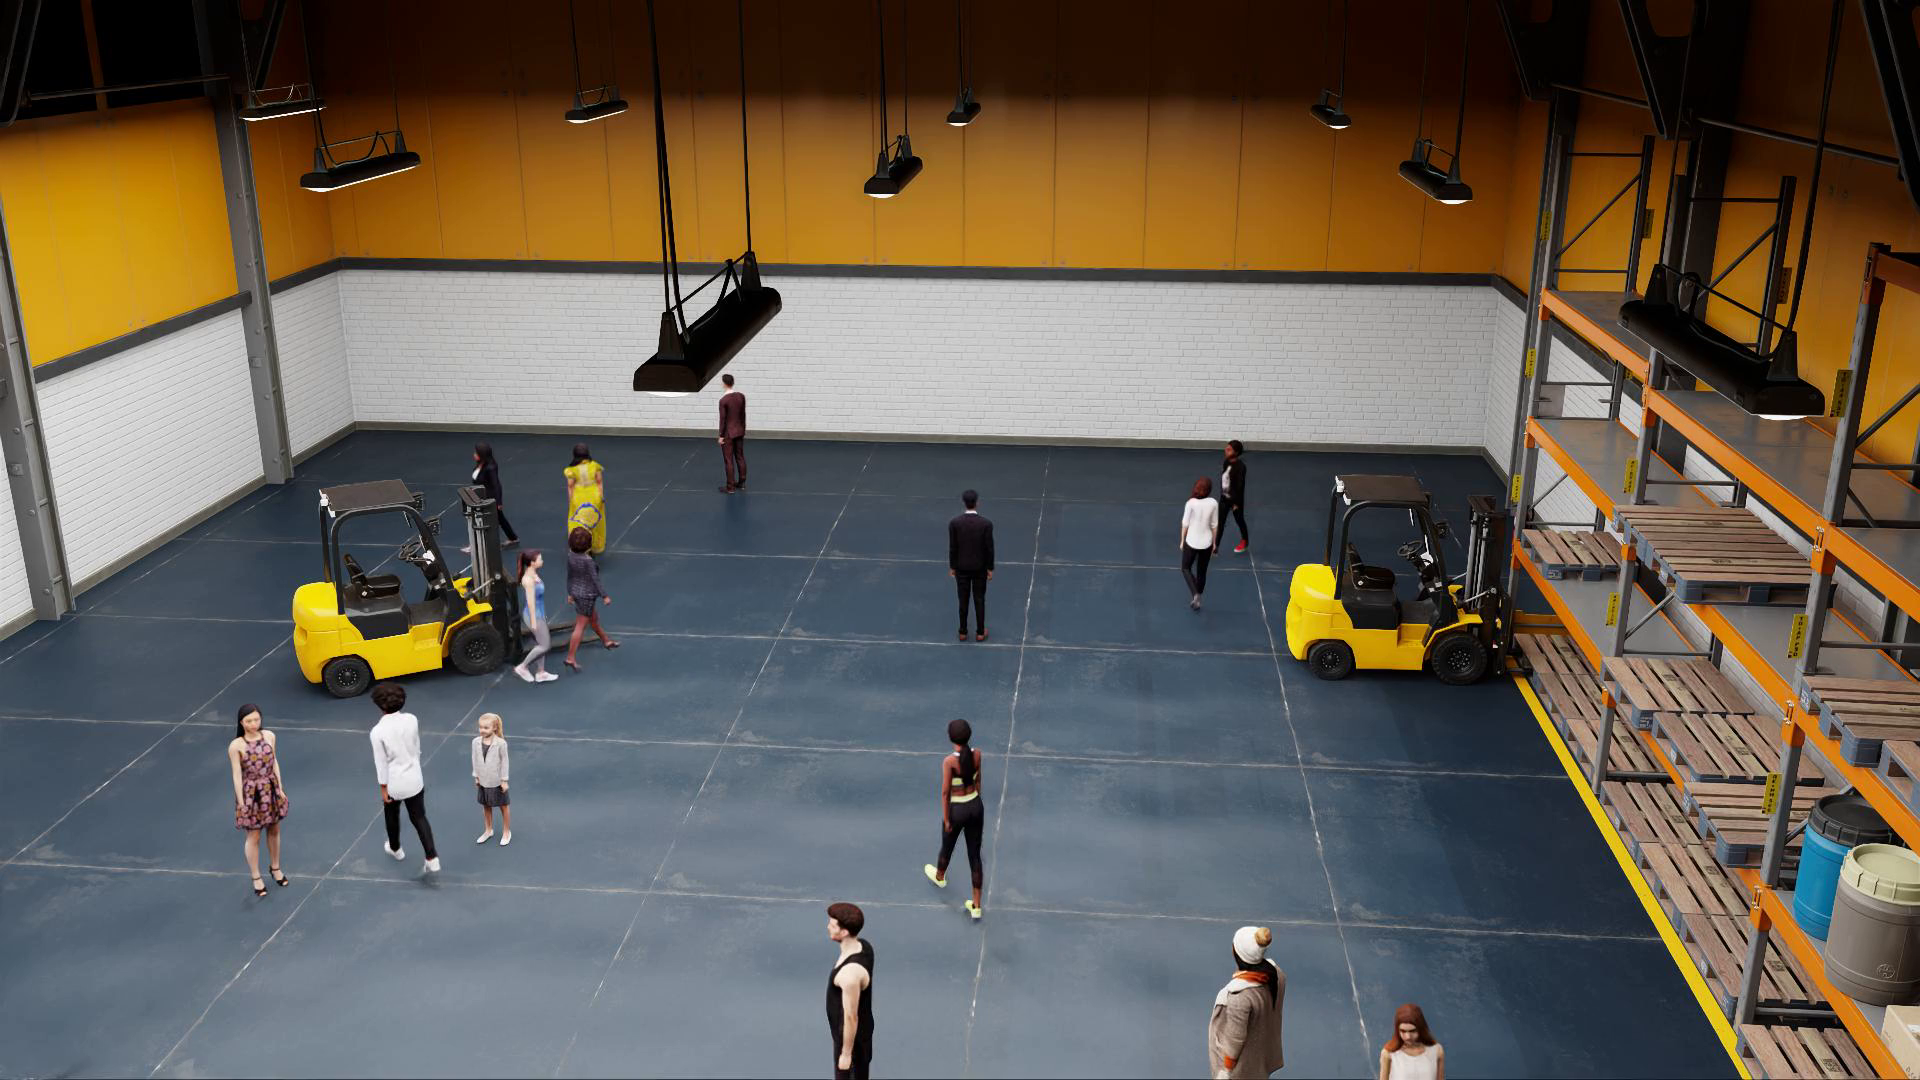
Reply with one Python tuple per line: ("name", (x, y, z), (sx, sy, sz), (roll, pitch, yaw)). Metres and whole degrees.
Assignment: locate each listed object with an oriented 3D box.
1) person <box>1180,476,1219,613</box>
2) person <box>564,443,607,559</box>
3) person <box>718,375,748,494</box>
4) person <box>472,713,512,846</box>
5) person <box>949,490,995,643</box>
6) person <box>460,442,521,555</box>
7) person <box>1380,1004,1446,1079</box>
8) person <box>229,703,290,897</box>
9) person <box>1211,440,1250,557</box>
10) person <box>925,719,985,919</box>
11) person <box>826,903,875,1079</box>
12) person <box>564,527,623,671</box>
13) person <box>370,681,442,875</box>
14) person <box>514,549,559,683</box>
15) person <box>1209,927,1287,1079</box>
("person", (3.004, 0.101, 20.770), (0.741, 1.782, 0.874), (-3, 19, -9))
("person", (-5.094, -0.492, 22.757), (1.113, 1.637, 1.311), (-8, 20, -21))
("person", (-3.542, -1.668, 25.892), (0.841, 1.865, 0.745), (15, 24, 38))
("person", (-4.320, 2.191, 15.357), (0.525, 1.275, 0.538), (4, 19, 11))
("person", (0.133, 0.310, 19.993), (0.687, 1.882, 0.523), (2, 19, 5))
("person", (-6.465, -0.580, 23.127), (1.159, 1.569, 1.135), (-13, 23, -34))
("person", (2.796, 3.609, 10.478), (0.581, 1.702, 0.698), (1, 19, 3))
("person", (-6.069, 2.240, 14.432), (0.858, 1.774, 0.780), (14, 23, 35))
("person", (3.827, -0.569, 22.988), (1.099, 1.636, 1.071), (-13, 23, -34))
("person", (0.081, 2.384, 14.093), (0.936, 1.717, 1.130), (-8, 20, -24))
("person", (-0.724, 3.281, 11.156), (0.746, 1.891, 0.533), (0, 19, 0))
("person", (-4.388, 0.721, 19.136), (1.139, 1.650, 1.058), (-16, 24, -39))
("person", (-4.889, 2.142, 14.726), (1.106, 1.772, 1.148), (-15, 24, -38))
("person", (-4.855, 0.881, 18.746), (0.729, 1.596, 0.712), (-3, 19, -10))
("person", (1.901, 3.347, 10.960), (0.882, 1.891, 0.797), (15, 24, 38))
